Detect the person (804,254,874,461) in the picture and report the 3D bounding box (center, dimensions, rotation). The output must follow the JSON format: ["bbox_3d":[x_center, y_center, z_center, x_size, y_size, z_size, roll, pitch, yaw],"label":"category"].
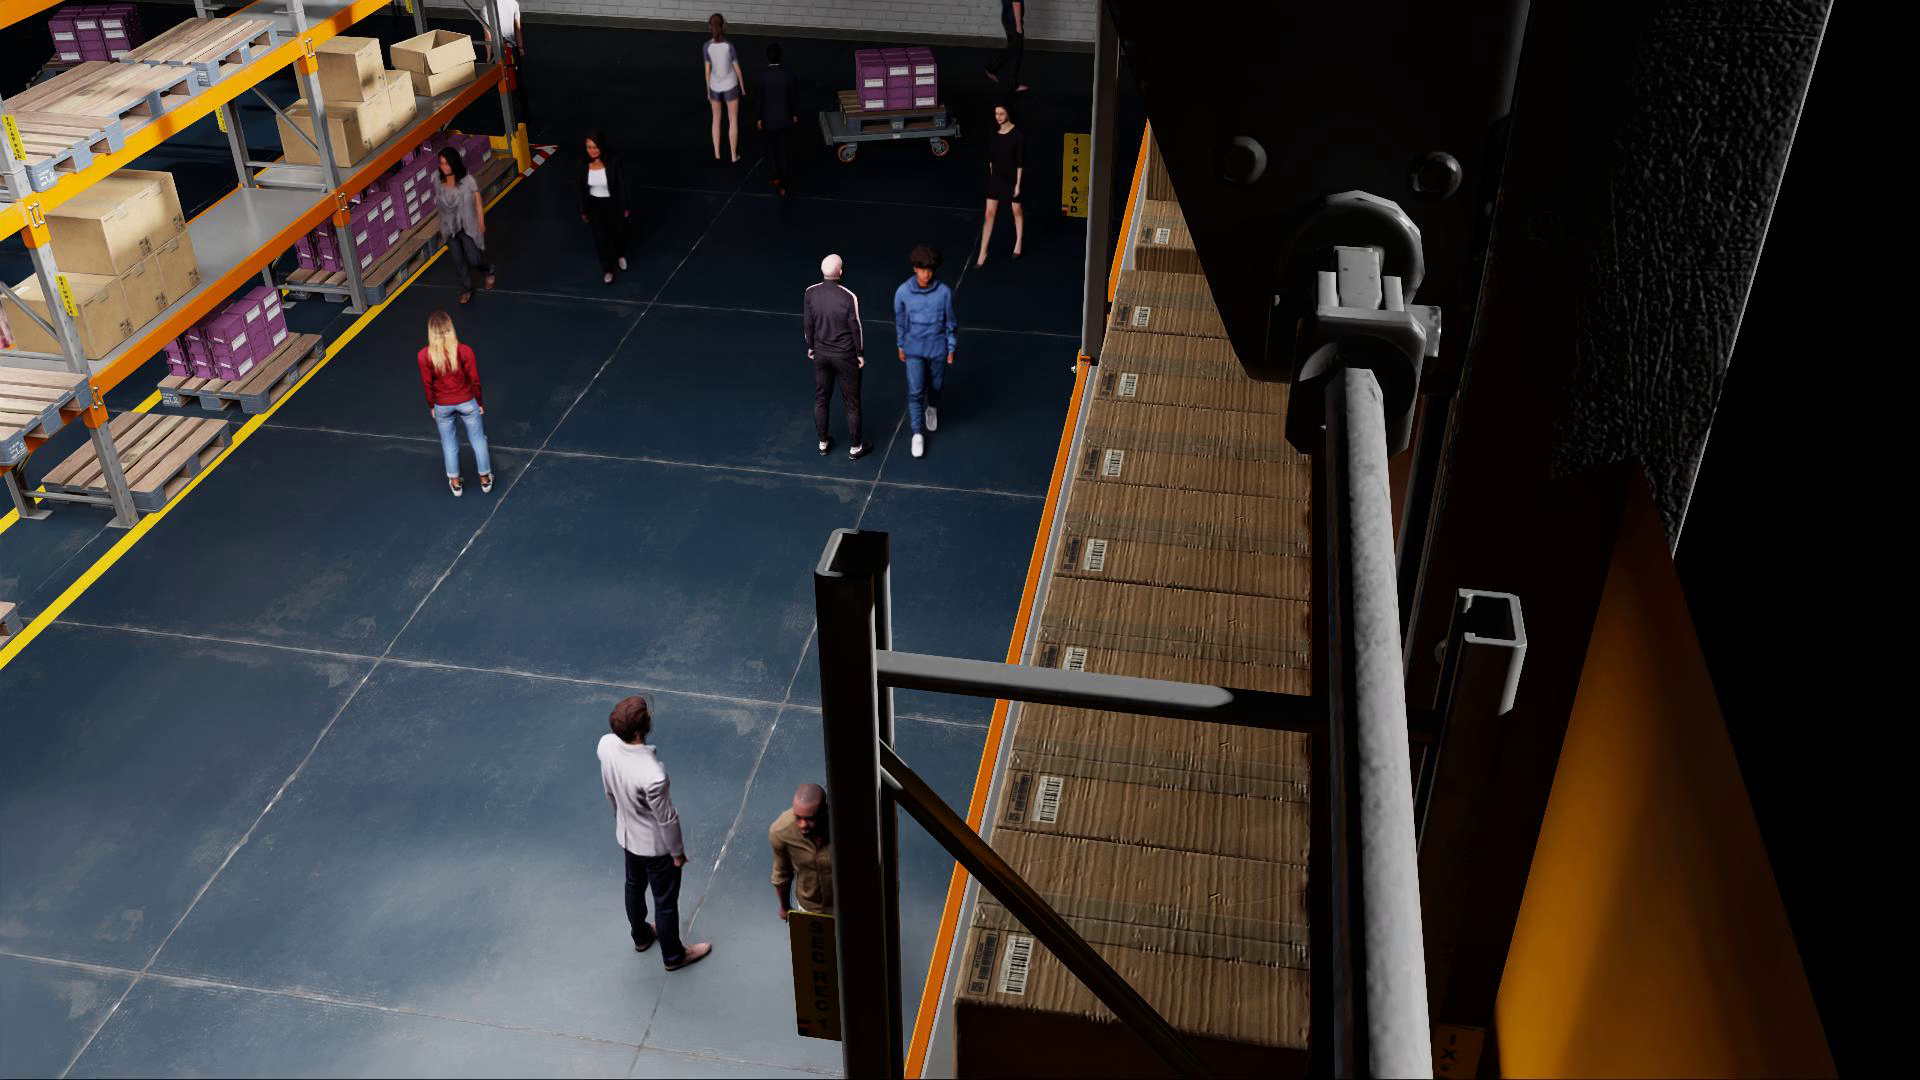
[{"bbox_3d":[-1.041,-1.531,13.951,0.705,1.837,0.628,11,35,16],"label":"person"}]

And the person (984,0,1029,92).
[{"bbox_3d":[0.616,-6.806,21.871,0.880,1.854,0.859,-6,34,-9],"label":"person"}]

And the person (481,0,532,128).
[{"bbox_3d":[-5.692,-6.107,20.812,0.709,1.863,0.807,-27,42,-34],"label":"person"}]

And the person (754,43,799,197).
[{"bbox_3d":[-2.070,-4.736,18.887,0.771,1.711,0.783,-8,34,-12],"label":"person"}]

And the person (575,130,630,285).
[{"bbox_3d":[-3.639,-3.446,17.038,0.771,1.608,0.811,-5,34,-7],"label":"person"}]

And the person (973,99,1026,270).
[{"bbox_3d":[0.542,-3.718,17.304,0.850,1.768,1.113,17,37,24],"label":"person"}]

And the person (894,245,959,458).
[{"bbox_3d":[-0.287,-1.691,14.240,0.830,1.784,1.051,-2,34,-3],"label":"person"}]

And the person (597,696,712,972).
[{"bbox_3d":[-1.737,1.617,9.201,0.766,1.853,0.766,25,41,33],"label":"person"}]

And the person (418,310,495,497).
[{"bbox_3d":[-4.091,-1.109,13.499,0.669,1.634,0.659,-9,35,-13],"label":"person"}]

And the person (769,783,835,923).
[{"bbox_3d":[-0.661,1.867,8.877,0.736,1.794,0.728,5,34,7],"label":"person"}]

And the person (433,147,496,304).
[{"bbox_3d":[-4.969,-3.185,16.658,0.623,1.594,0.732,6,34,10],"label":"person"}]

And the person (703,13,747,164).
[{"bbox_3d":[-2.800,-5.353,19.769,0.598,1.761,0.636,4,34,5],"label":"person"}]
